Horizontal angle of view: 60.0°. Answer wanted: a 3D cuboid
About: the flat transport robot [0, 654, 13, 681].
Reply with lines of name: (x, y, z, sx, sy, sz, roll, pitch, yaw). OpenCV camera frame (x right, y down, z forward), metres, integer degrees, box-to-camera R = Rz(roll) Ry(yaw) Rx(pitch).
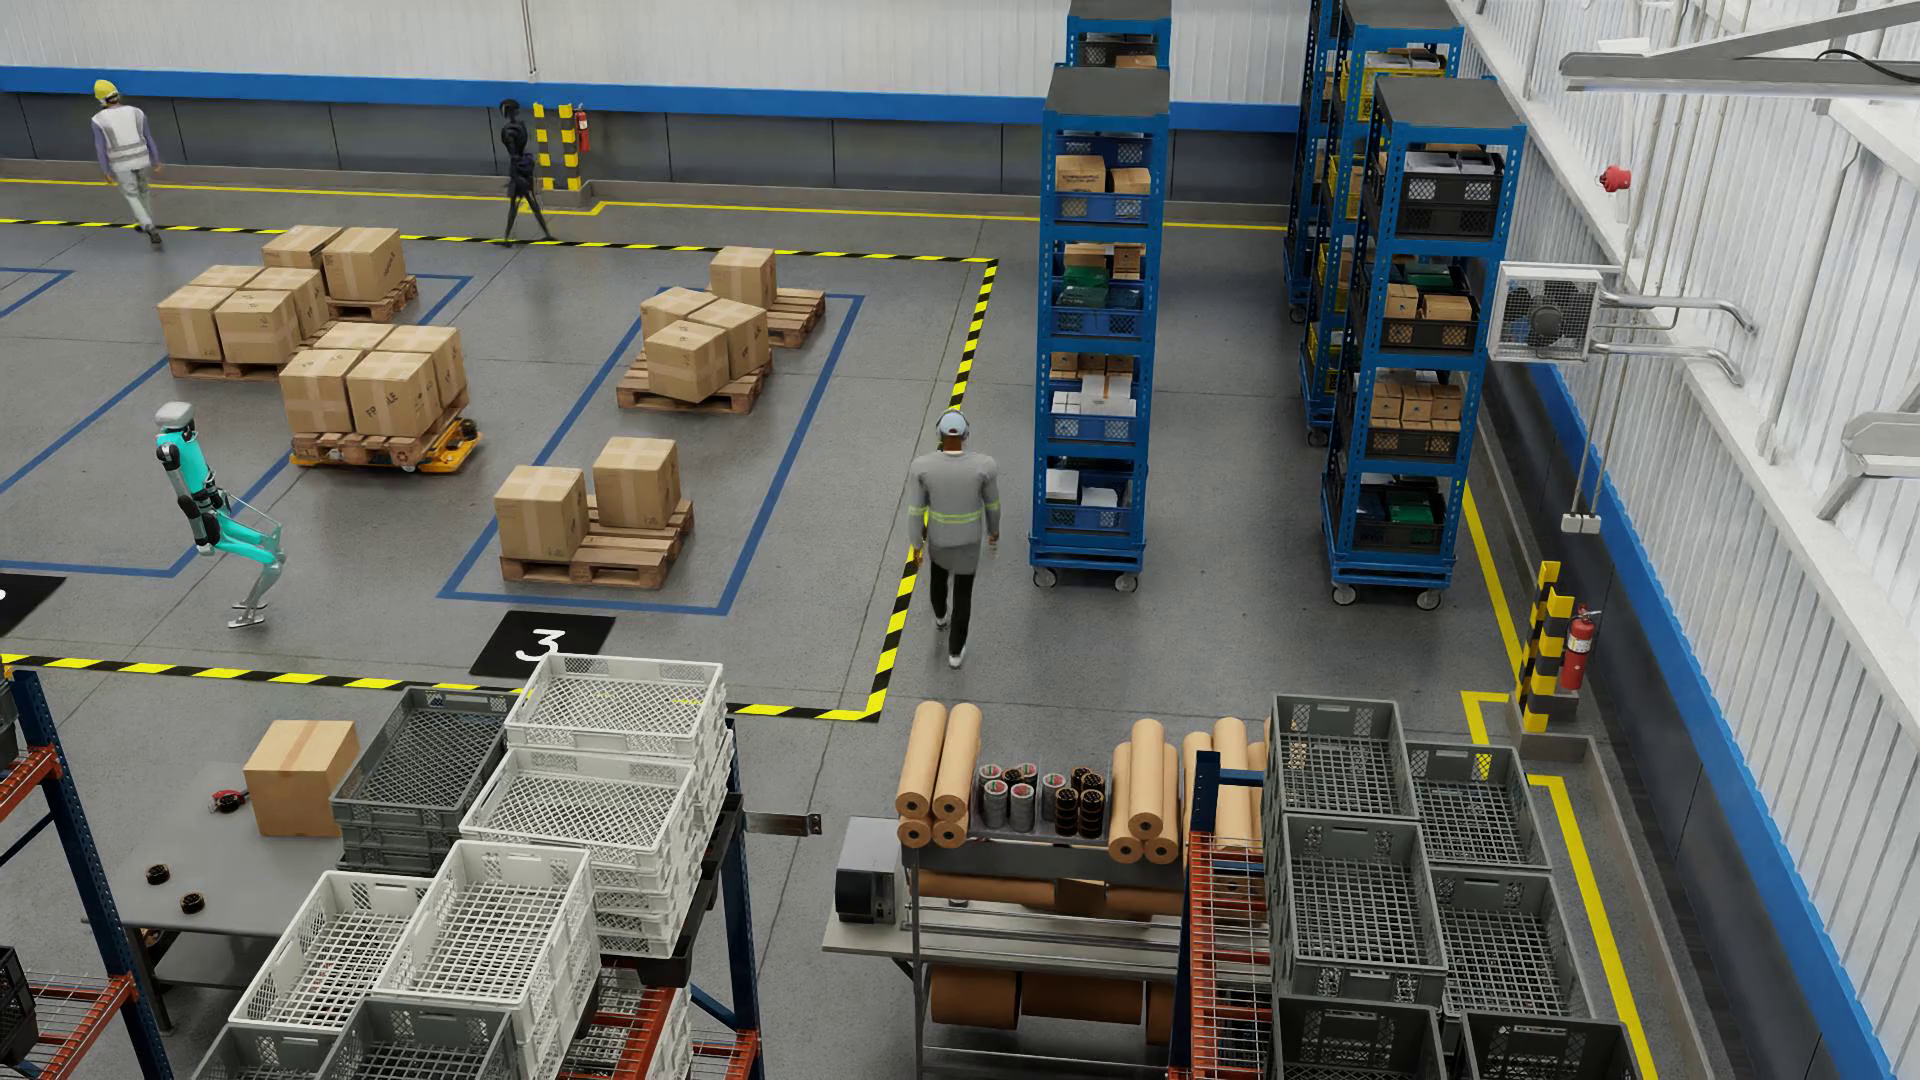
flat transport robot: (-7.142, 0.969, 11.010, 1.431, 0.231, 0.659, 3, 30, 6)

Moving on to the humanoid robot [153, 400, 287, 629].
humanoid robot: (-4.967, -0.179, 11.388, 0.735, 1.676, 0.533, -5, 31, -8)

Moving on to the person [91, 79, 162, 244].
person: (-9.103, -4.142, 18.273, 0.767, 1.795, 0.625, 23, 37, 34)

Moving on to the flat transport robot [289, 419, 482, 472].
flat transport robot: (-4.861, -0.838, 14.086, 1.431, 0.197, 0.652, 3, 30, 6)

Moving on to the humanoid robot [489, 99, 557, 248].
humanoid robot: (-4.871, -4.013, 18.187, 0.717, 1.630, 0.589, -2, 30, -4)

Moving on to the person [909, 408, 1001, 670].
person: (-0.022, -0.080, 11.269, 0.602, 1.816, 0.874, 3, 30, 6)
